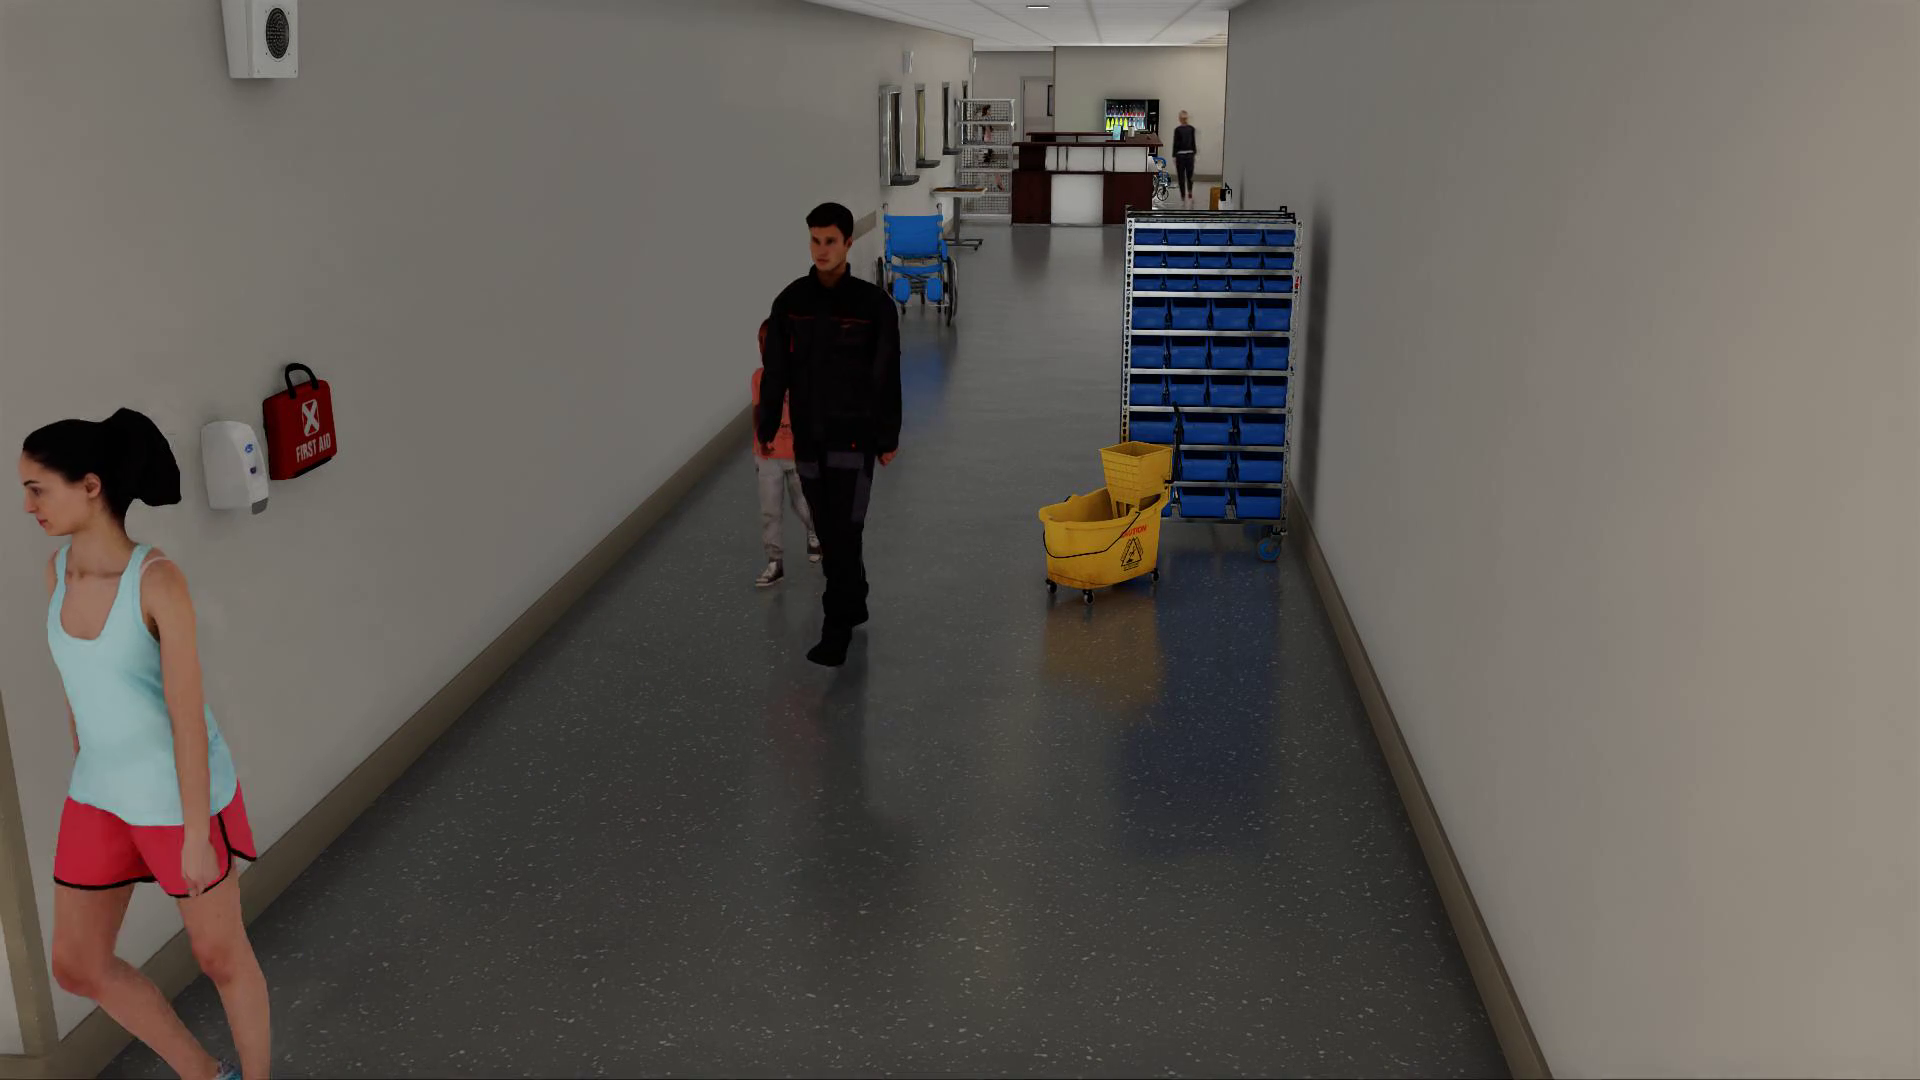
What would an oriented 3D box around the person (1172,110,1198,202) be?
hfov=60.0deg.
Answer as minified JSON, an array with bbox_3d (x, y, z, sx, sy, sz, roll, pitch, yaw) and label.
[{"bbox_3d":[4.377,-7.457,32.278,0.590,1.712,0.734,-1,16,-3],"label":"person"}]

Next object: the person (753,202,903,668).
[{"bbox_3d":[-0.503,-0.468,7.123,1.153,1.909,0.987,6,17,21],"label":"person"}]

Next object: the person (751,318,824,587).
[{"bbox_3d":[-0.833,-0.449,8.184,0.805,1.297,0.660,5,17,17],"label":"person"}]

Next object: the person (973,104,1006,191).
[{"bbox_3d":[0.450,-7.897,33.773,1.129,1.747,0.616,2,16,6],"label":"person"}]

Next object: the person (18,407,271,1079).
[{"bbox_3d":[-1.742,0.567,3.722,0.684,1.764,0.802,5,16,17],"label":"person"}]
